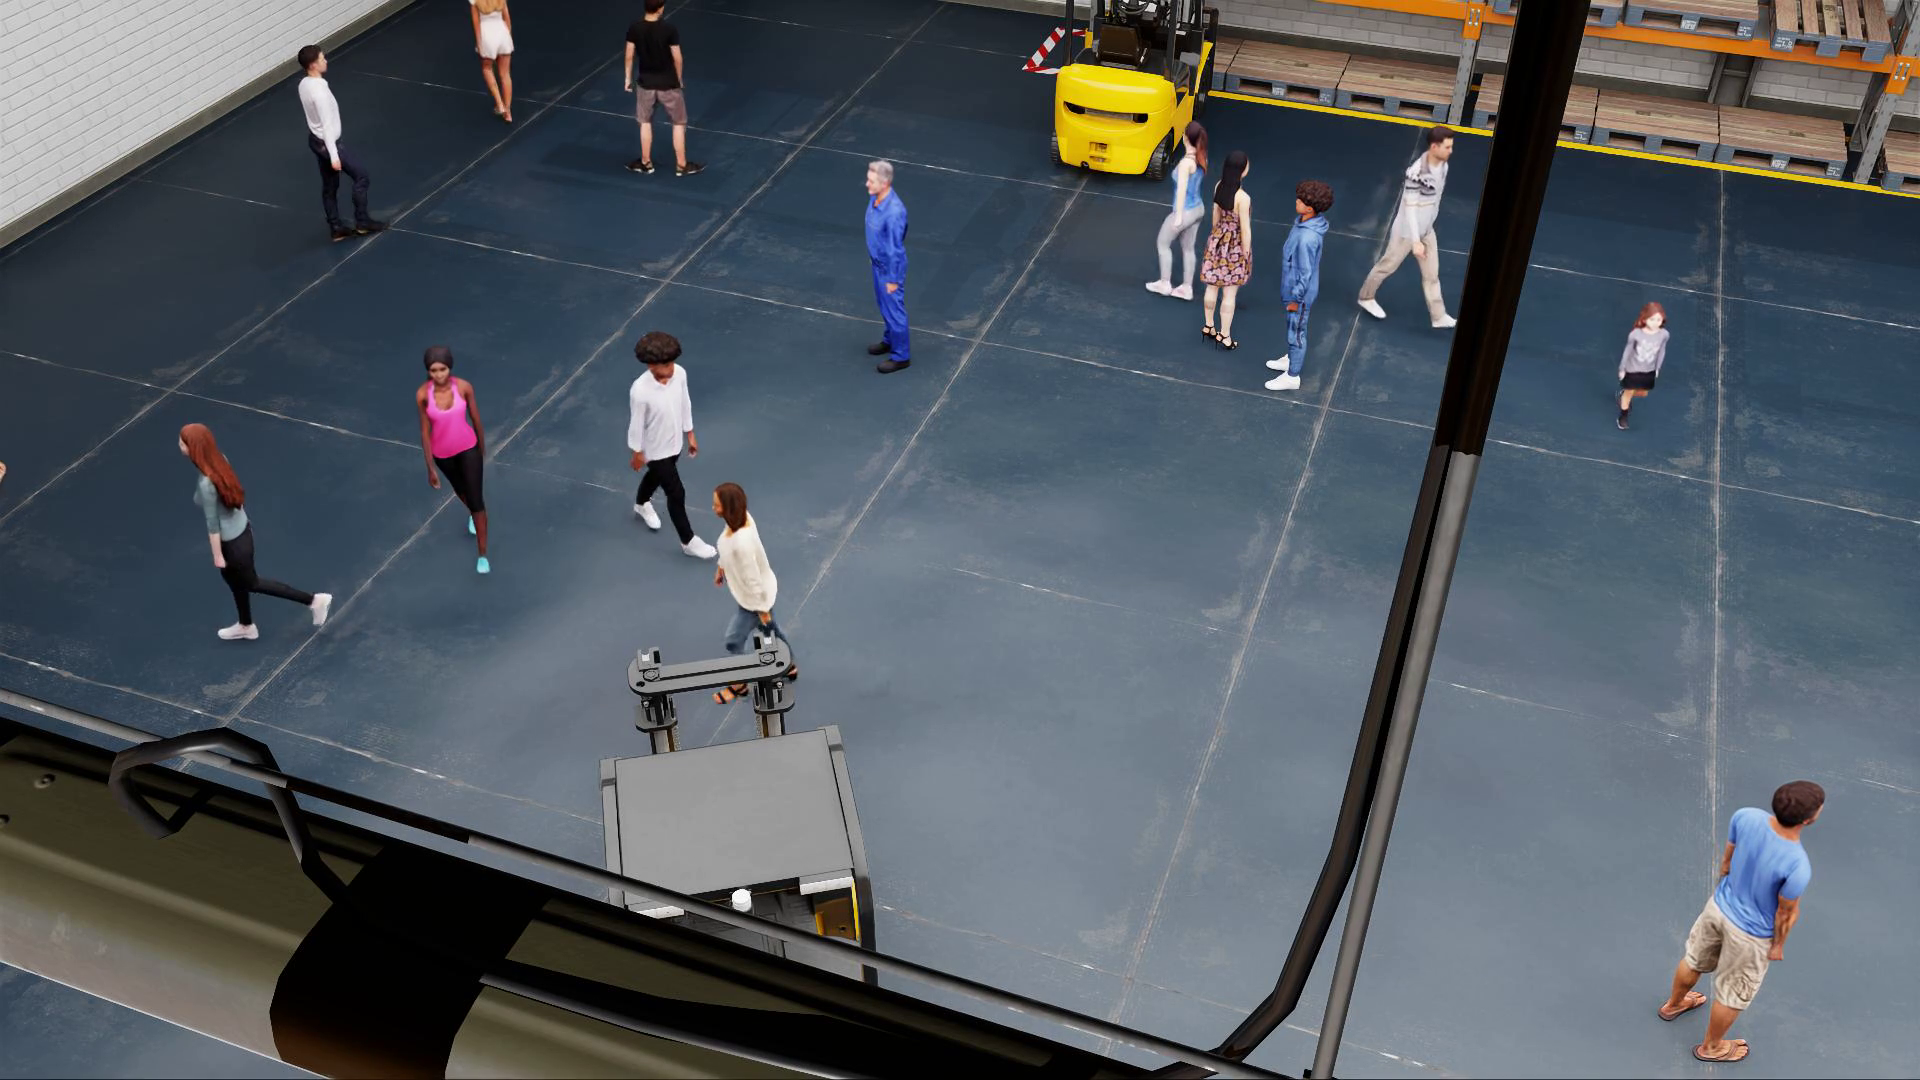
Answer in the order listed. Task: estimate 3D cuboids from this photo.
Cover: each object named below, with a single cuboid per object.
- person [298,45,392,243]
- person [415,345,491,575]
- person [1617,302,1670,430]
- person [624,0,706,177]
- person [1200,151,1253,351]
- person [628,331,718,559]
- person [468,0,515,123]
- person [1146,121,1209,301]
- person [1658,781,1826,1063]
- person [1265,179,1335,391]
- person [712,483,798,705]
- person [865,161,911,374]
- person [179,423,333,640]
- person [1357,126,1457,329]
[{"bbox_3d":[-5.839,-3.569,15.157,0.910,1.853,0.867,-26,45,-29],"label":"person"},{"bbox_3d":[-3.536,-0.652,11.652,1.104,1.669,1.010,-8,39,-10],"label":"person"},{"bbox_3d":[5.329,-1.401,13.046,0.588,1.098,0.629,1,39,1],"label":"person"},{"bbox_3d":[-3.001,-4.448,16.272,0.666,1.833,1.079,-2,39,-3],"label":"person"},{"bbox_3d":[2.218,-2.387,13.740,0.862,1.775,0.788,-23,44,-26],"label":"person"},{"bbox_3d":[-2.153,-0.718,11.654,1.169,1.769,0.819,26,46,29],"label":"person"},{"bbox_3d":[-4.812,-5.141,17.264,0.707,1.679,0.765,-18,42,-21],"label":"person"},{"bbox_3d":[2.024,-2.821,14.428,0.748,1.594,0.685,23,44,26],"label":"person"},{"bbox_3d":[3.924,1.886,8.318,0.780,1.863,0.741,-12,40,-15],"label":"person"},{"bbox_3d":[2.717,-2.044,13.281,0.616,1.811,0.708,7,39,9],"label":"person"},{"bbox_3d":[-1.217,0.319,10.443,0.959,1.659,0.888,-7,39,-9],"label":"person"},{"bbox_3d":[-0.574,-2.248,13.526,0.804,1.824,0.788,-11,40,-14],"label":"person"},{"bbox_3d":[-4.631,-0.006,10.798,1.109,1.723,0.911,-6,39,-7],"label":"person"},{"bbox_3d":[3.750,-2.643,14.036,1.082,1.804,1.306,-28,47,-31],"label":"person"}]
